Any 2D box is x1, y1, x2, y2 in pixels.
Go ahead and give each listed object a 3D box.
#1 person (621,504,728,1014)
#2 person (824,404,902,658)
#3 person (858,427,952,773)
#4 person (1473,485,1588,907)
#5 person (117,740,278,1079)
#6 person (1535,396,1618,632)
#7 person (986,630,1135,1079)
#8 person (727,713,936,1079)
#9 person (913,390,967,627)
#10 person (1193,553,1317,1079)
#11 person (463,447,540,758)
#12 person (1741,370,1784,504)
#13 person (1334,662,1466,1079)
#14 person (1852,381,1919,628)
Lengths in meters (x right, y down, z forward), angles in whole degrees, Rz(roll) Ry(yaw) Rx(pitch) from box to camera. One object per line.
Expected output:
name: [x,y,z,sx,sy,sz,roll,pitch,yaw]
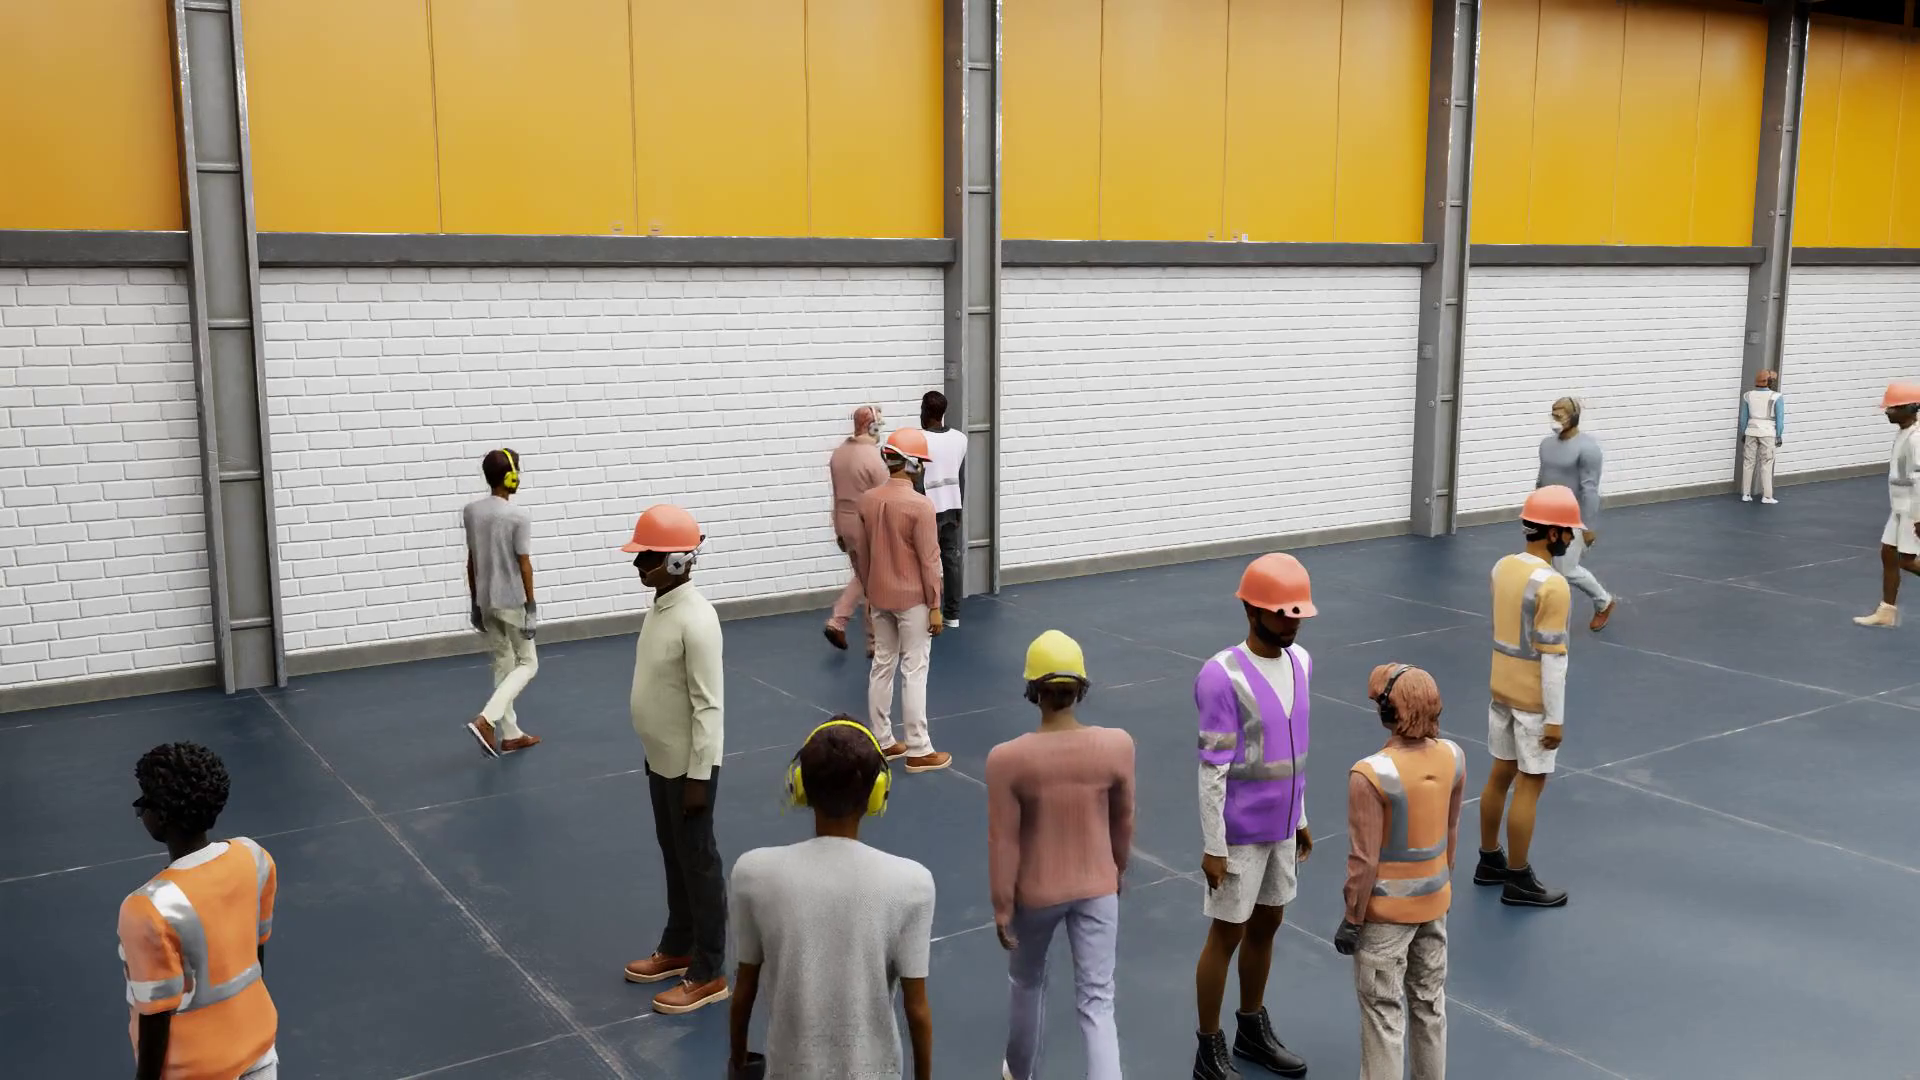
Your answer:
person: [-1.116,0.846,6.544,0.379,1.996,0.610,-5,11,-27]
person: [-0.676,-0.055,12.278,0.508,1.895,0.672,-7,12,-35]
person: [-0.322,0.343,9.605,0.609,1.986,0.392,9,13,42]
person: [2.623,0.707,7.592,0.380,1.929,0.542,-2,10,-12]
person: [-1.986,1.357,4.368,0.317,1.696,0.539,2,10,9]
person: [4.747,-0.164,12.902,0.709,1.919,0.630,-3,10,-19]
person: [0.347,1.159,5.482,0.522,1.723,0.893,-1,10,-8]
person: [-0.320,1.349,3.975,0.534,1.846,0.765,0,9,-3]
person: [-0.187,-0.227,13.235,0.392,1.922,0.591,9,13,43]
person: [1.064,0.994,5.836,0.552,1.932,0.377,-8,13,-41]
person: [-2.720,0.389,9.778,0.509,1.846,0.569,5,11,26]
person: [9.775,-1.256,20.286,0.312,1.638,0.512,-7,12,-37]
person: [1.435,1.207,5.439,0.522,1.640,0.306,-7,12,-36]
person: [7.618,-0.254,13.140,0.784,2.012,0.628,3,10,18]
